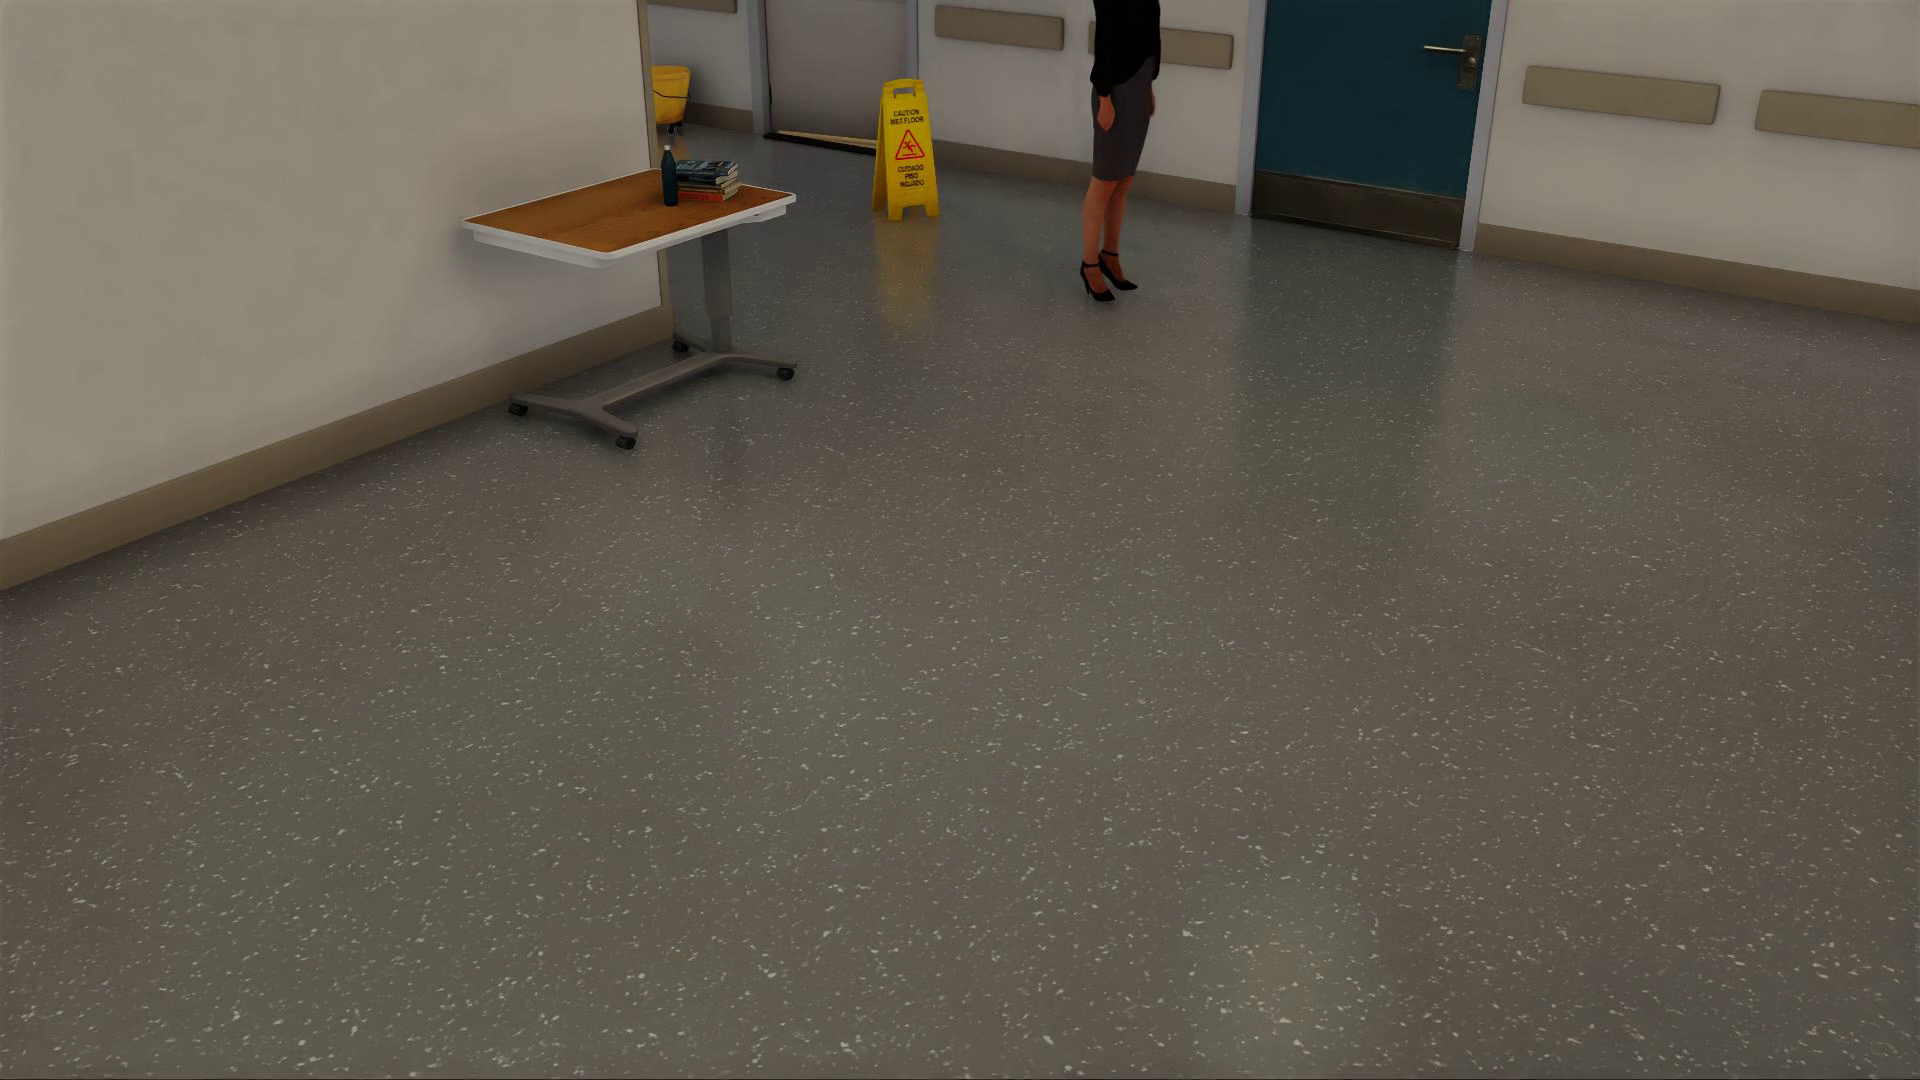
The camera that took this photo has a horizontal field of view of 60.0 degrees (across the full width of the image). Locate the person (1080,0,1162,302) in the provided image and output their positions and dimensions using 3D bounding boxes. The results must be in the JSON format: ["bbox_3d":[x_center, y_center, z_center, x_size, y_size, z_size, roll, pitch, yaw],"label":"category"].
[{"bbox_3d":[0.755,-2.053,7.859,0.522,1.841,0.603,17,30,31],"label":"person"}]
